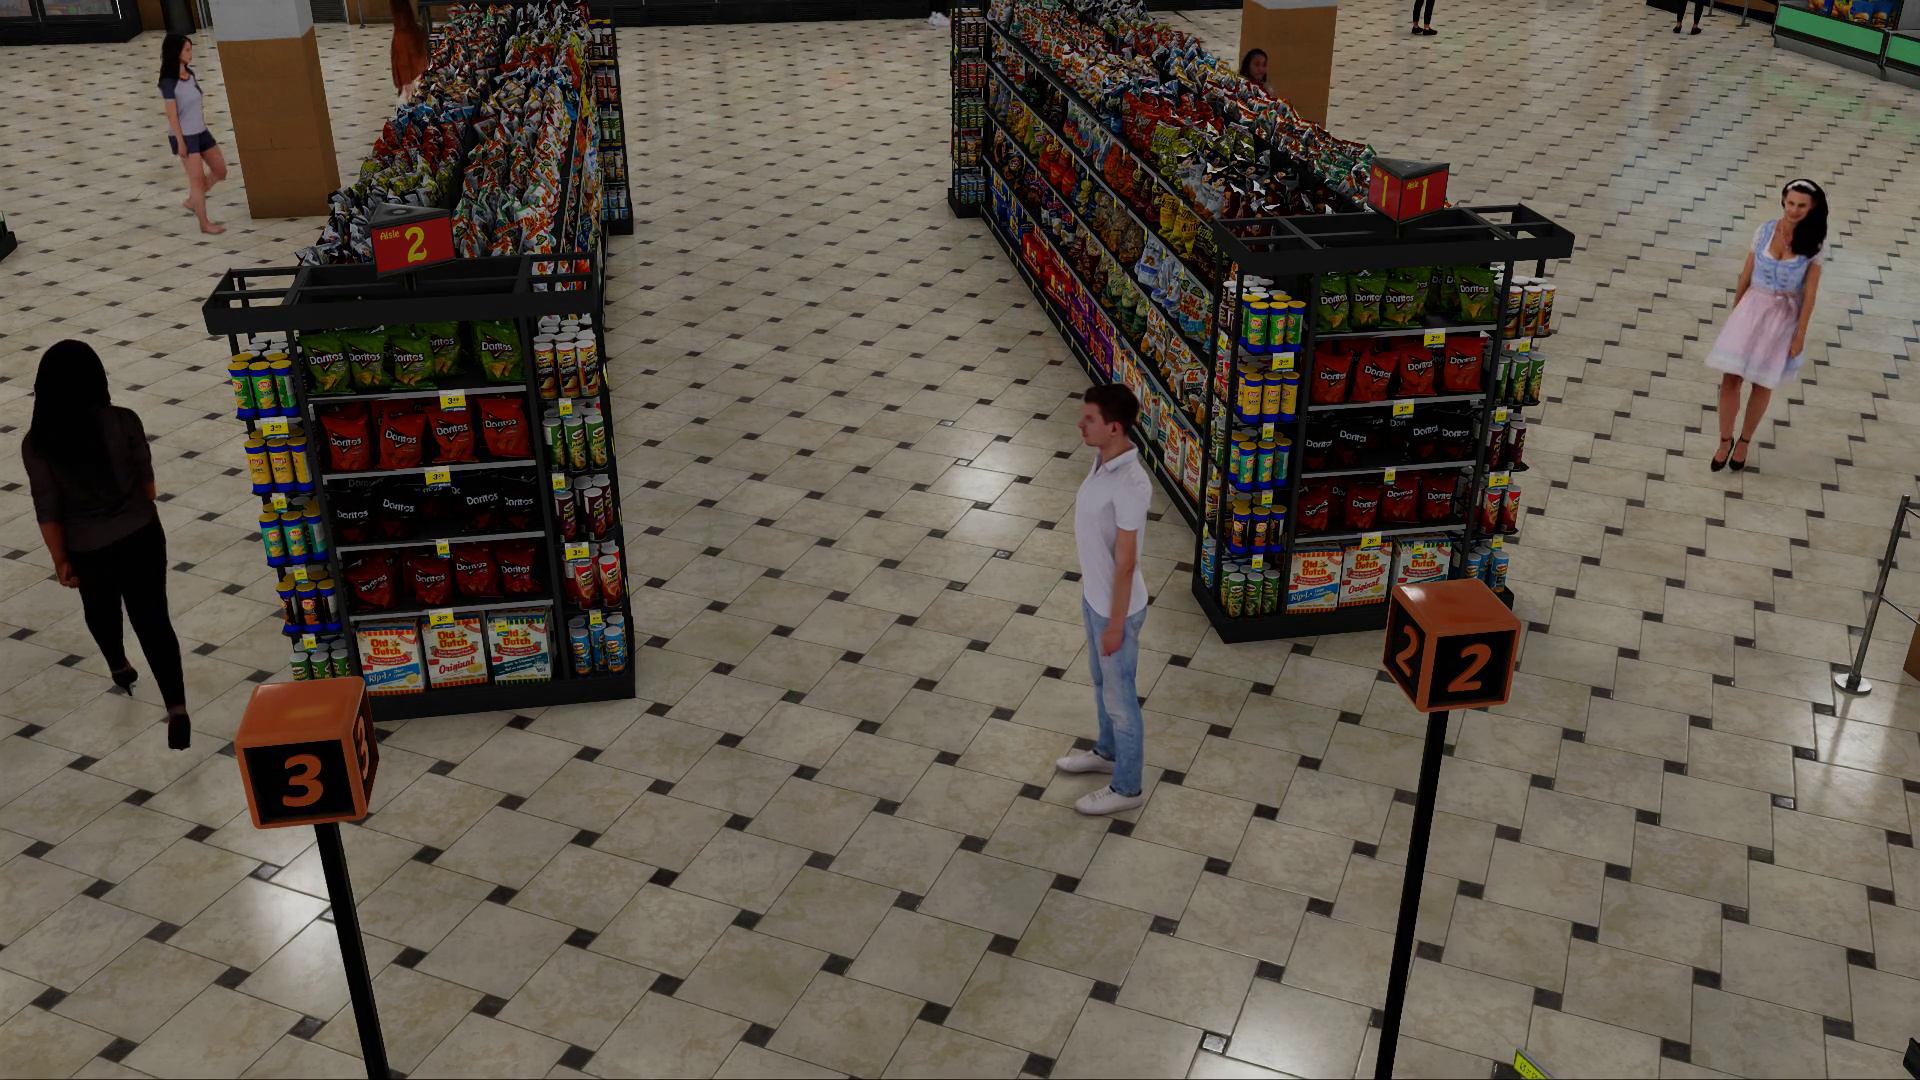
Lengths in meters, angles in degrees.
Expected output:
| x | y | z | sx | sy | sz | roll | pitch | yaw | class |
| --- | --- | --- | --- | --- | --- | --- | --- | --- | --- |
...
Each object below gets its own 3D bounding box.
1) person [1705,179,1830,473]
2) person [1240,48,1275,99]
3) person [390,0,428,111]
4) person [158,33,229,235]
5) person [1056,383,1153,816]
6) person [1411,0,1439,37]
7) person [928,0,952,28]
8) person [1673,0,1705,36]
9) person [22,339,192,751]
| x | y | z | sx | sy | sz | roll | pitch | yaw | class |
| --- | --- | --- | --- | --- | --- | --- | --- | --- | --- |
| 4.724 | -1.238 | 9.704 | 0.905 | 1.793 | 0.969 | 17 | 31 | 29 | person |
| 2.280 | -3.115 | 13.510 | 0.571 | 1.698 | 1.077 | -5 | 27 | -9 | person |
| -5.077 | -4.260 | 15.793 | 1.073 | 1.675 | 1.150 | 10 | 29 | 19 | person |
| -6.624 | -3.445 | 14.167 | 0.772 | 1.692 | 0.688 | 3 | 27 | 6 | person |
| 0.628 | 0.240 | 6.726 | 0.701 | 1.851 | 0.471 | -4 | 27 | -7 | person |
| 6.425 | -7.701 | 22.799 | 0.719 | 1.475 | 0.592 | -19 | 32 | -33 | person |
| -0.347 | -8.158 | 23.323 | 0.841 | 1.817 | 0.717 | -17 | 32 | -30 | person |
| 10.116 | -7.837 | 22.805 | 0.676 | 1.713 | 0.703 | 12 | 29 | 23 | person |
| -3.573 | 0.090 | 7.095 | 0.951 | 1.783 | 1.294 | -17 | 31 | -29 | person |
